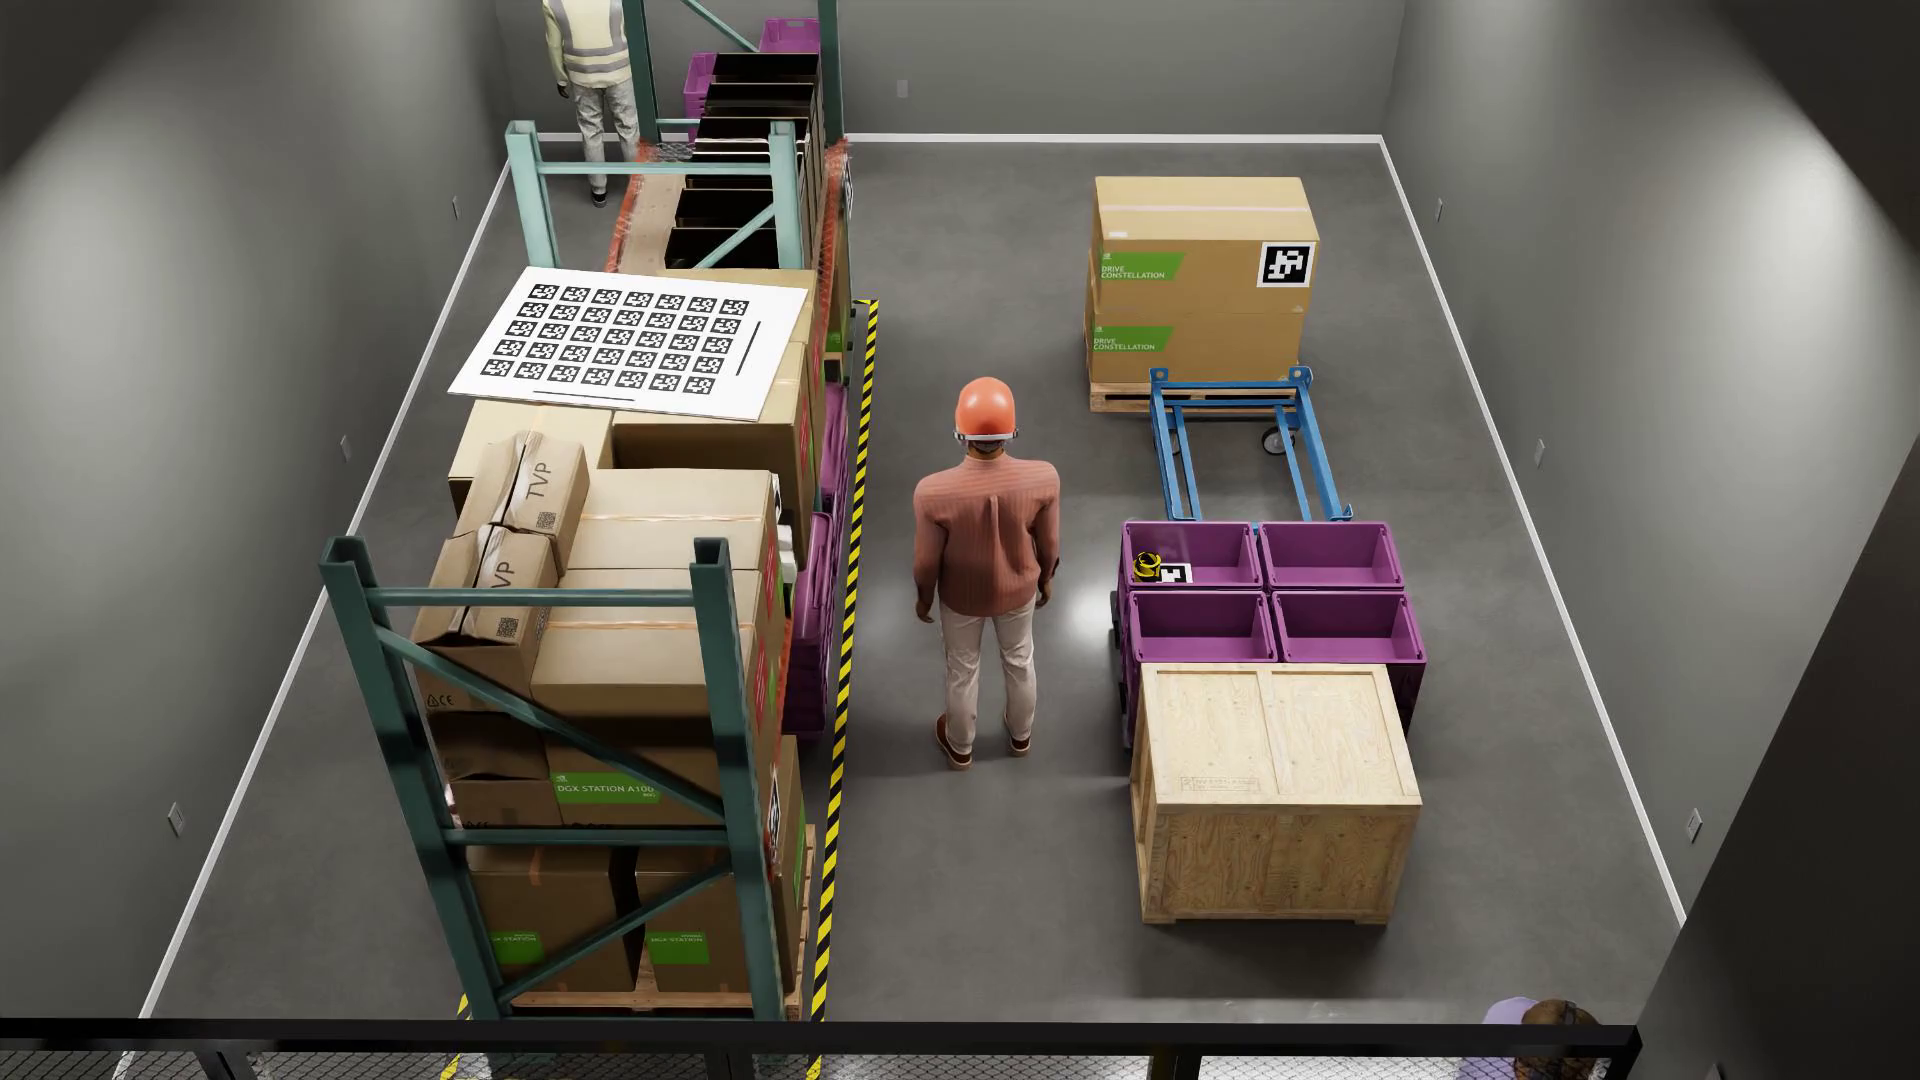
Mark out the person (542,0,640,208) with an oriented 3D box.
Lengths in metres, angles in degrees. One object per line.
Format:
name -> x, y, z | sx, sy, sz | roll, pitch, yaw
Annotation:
person -> -2.293, -2.999, 10.613 | 0.602, 1.830, 0.404 | -5, 41, -5

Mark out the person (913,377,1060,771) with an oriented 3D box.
person -> 0.105, 0.174, 6.873 | 0.608, 1.995, 0.377 | -9, 42, -10

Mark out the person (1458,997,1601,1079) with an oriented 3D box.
person -> 1.540, 1.939, 4.902 | 0.354, 1.937, 0.635 | 11, 42, 12
